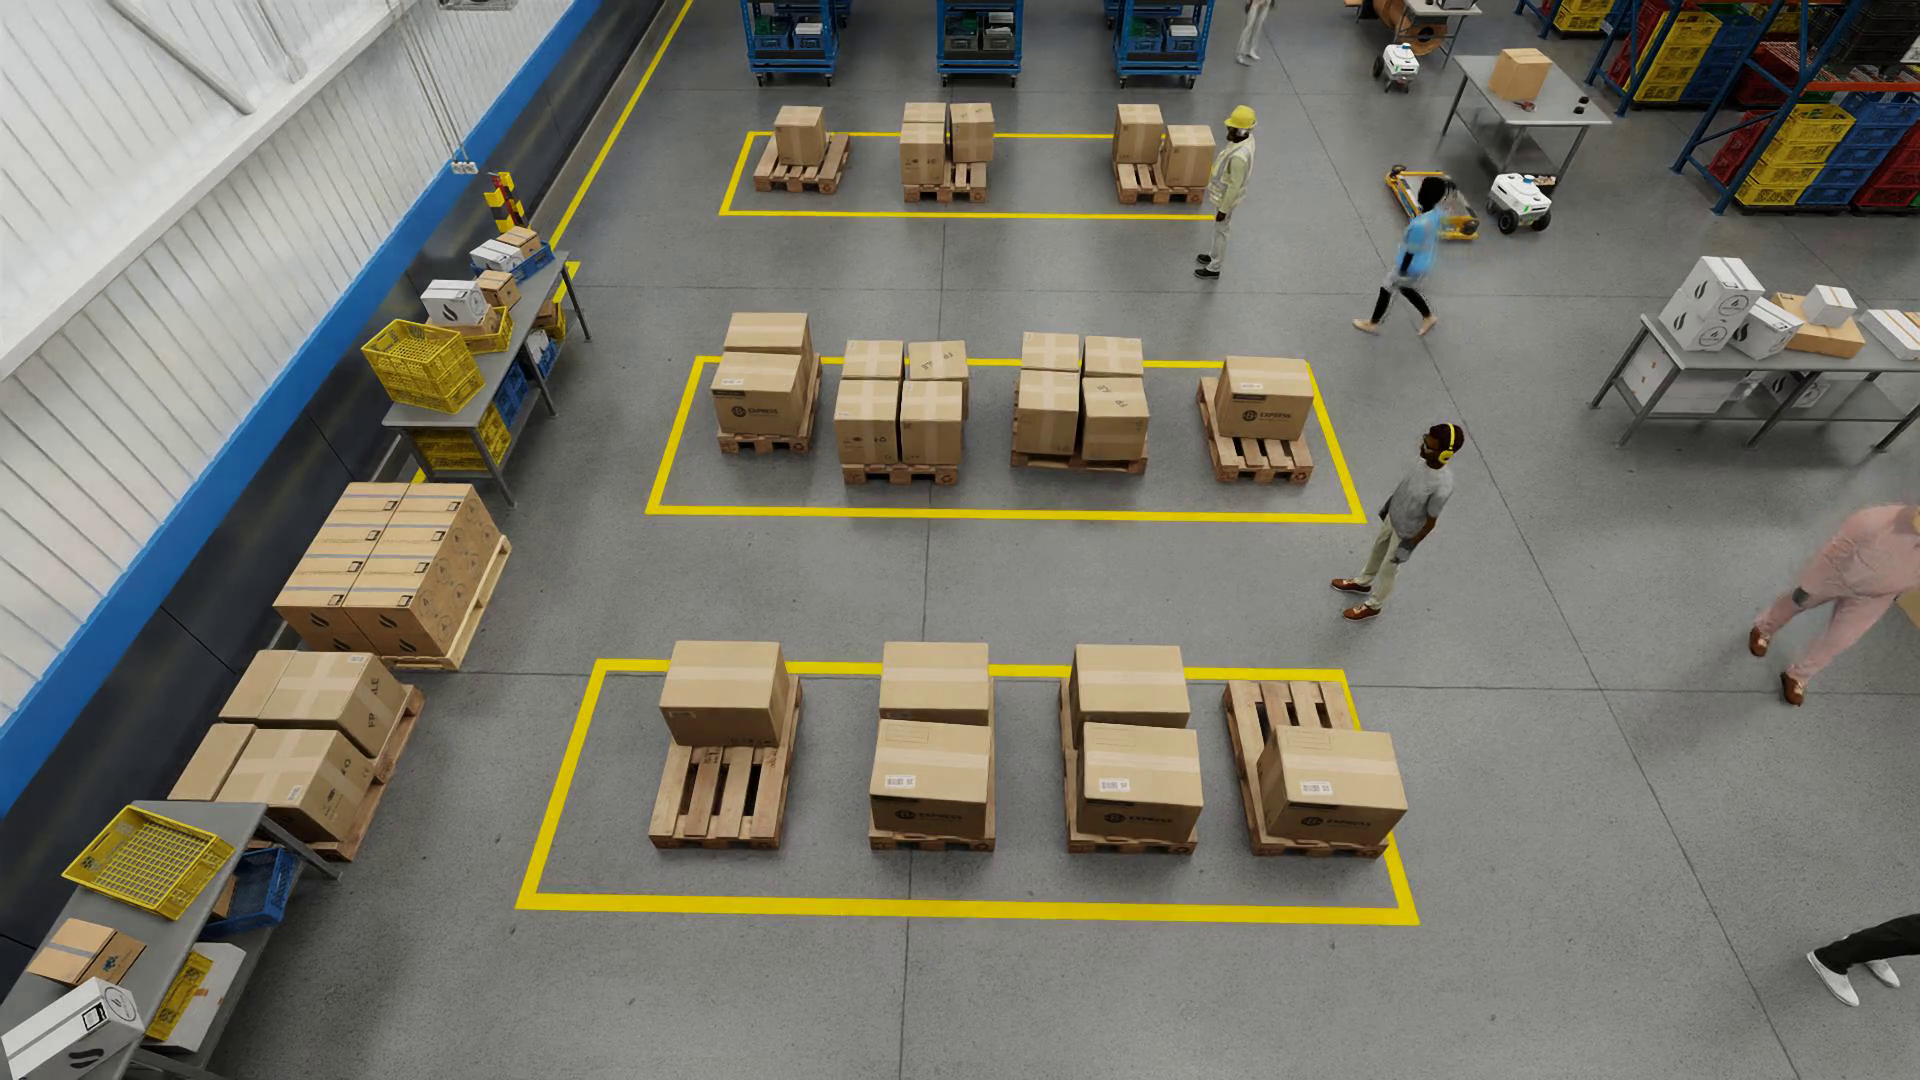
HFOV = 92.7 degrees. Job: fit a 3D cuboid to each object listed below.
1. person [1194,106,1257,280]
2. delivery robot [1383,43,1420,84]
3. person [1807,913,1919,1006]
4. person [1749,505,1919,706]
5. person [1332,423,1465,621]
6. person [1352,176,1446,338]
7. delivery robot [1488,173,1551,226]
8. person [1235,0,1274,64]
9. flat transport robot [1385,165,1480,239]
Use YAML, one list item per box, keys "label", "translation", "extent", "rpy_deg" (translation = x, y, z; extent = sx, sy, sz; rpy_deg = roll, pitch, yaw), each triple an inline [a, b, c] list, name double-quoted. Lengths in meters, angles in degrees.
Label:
- label: "person"
  translation: [2.790, -3.629, 9.632]
  extent: [0.404, 1.828, 0.603]
  rpy_deg: [13, 50, 11]
- label: "delivery robot"
  translation: [6.376, -6.917, 13.256]
  extent: [0.477, 0.478, 0.707]
  rpy_deg: [3, 49, 2]
- label: "person"
  translation: [5.311, 1.942, 4.763]
  extent: [0.585, 1.910, 0.389]
  rpy_deg: [-13, 50, -11]
- label: "person"
  translation: [6.022, 0.347, 6.165]
  extent: [0.652, 1.866, 0.832]
  rpy_deg: [21, 52, 17]
- label: "person"
  translation: [3.143, -0.111, 6.561]
  extent: [0.325, 1.871, 0.521]
  rpy_deg: [0, 49, 0]
- label: "person"
  translation: [4.473, -2.680, 8.919]
  extent: [0.691, 1.663, 0.559]
  rpy_deg: [31, 56, 24]
- label: "delivery robot"
  translation: [6.577, -4.042, 10.768]
  extent: [0.477, 0.478, 0.707]
  rpy_deg: [-8, 50, -7]
- label: "person"
  translation: [4.409, -7.916, 13.468]
  extent: [0.523, 1.636, 0.310]
  rpy_deg: [-20, 52, -17]
- label: "flat transport robot"
  translation: [5.692, -4.094, 11.059]
  extent: [0.652, 0.197, 1.431]
  rpy_deg: [1, 49, 1]
